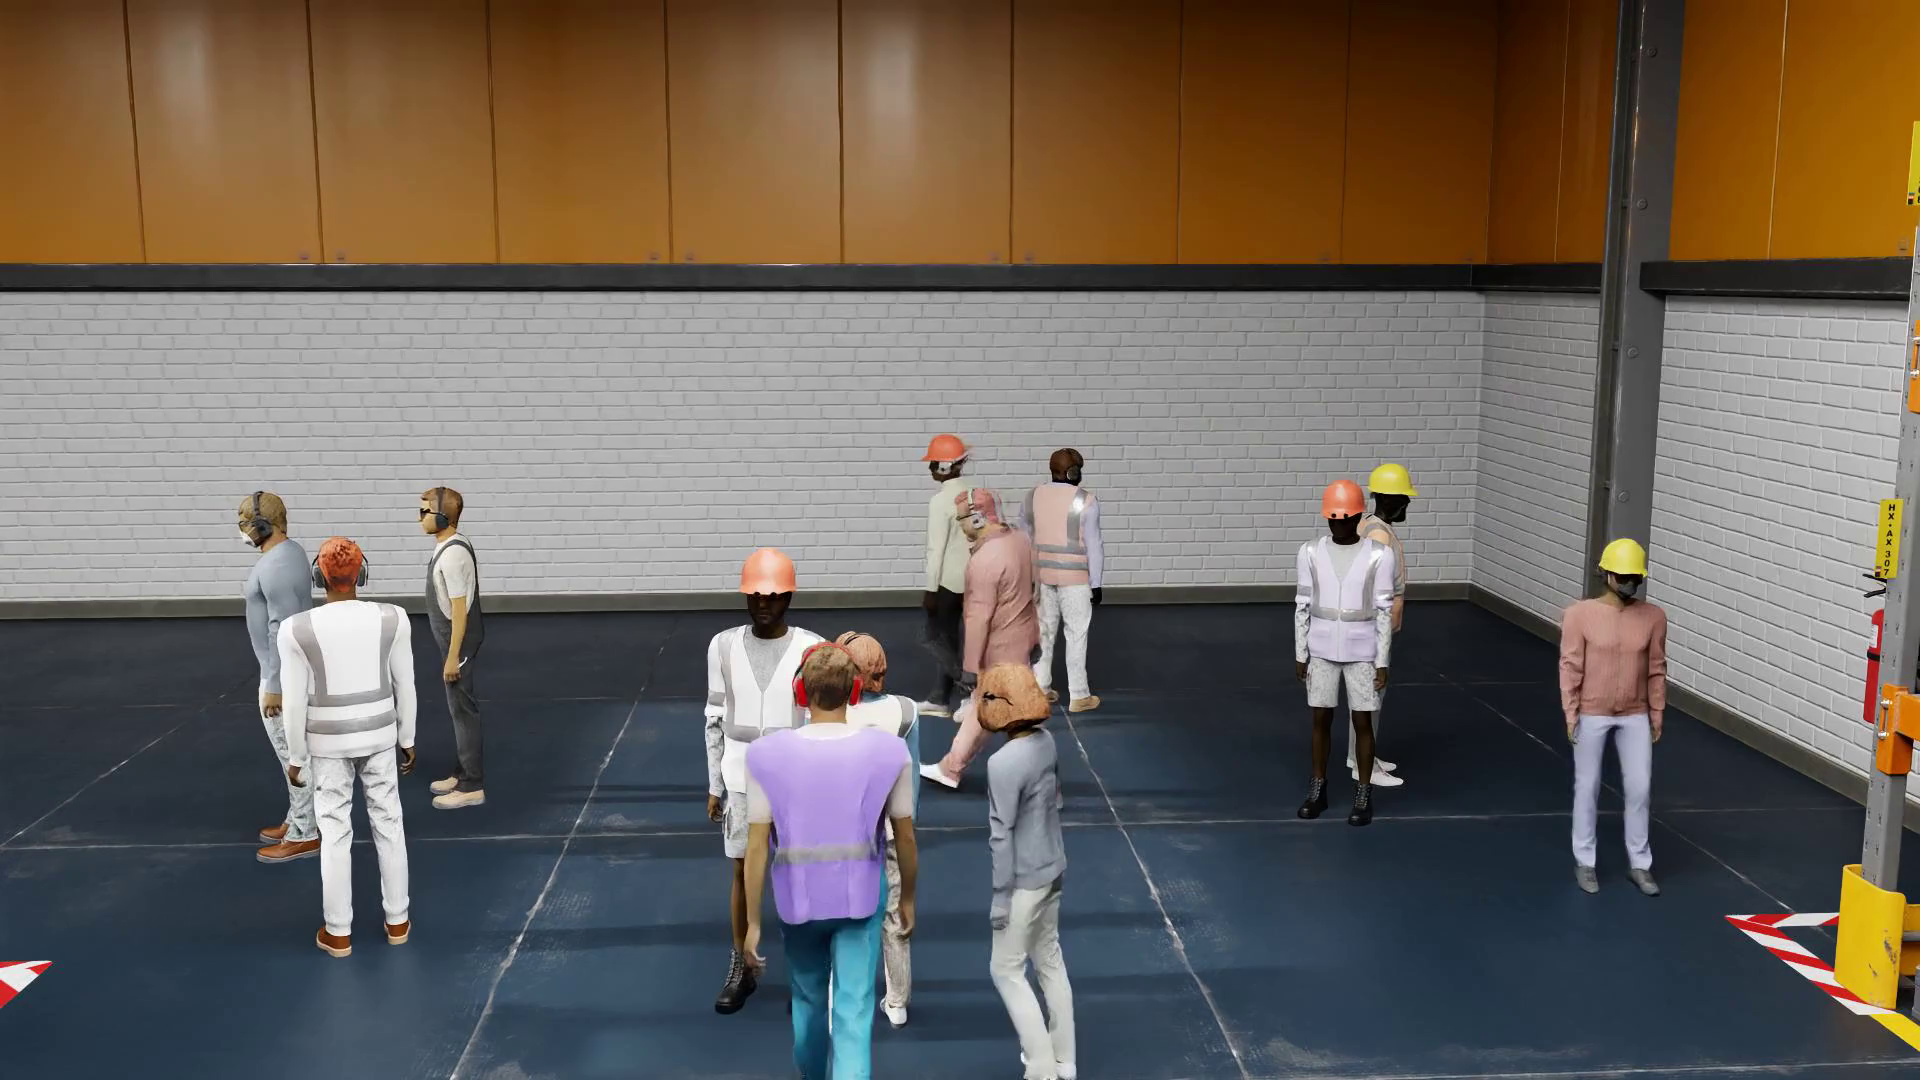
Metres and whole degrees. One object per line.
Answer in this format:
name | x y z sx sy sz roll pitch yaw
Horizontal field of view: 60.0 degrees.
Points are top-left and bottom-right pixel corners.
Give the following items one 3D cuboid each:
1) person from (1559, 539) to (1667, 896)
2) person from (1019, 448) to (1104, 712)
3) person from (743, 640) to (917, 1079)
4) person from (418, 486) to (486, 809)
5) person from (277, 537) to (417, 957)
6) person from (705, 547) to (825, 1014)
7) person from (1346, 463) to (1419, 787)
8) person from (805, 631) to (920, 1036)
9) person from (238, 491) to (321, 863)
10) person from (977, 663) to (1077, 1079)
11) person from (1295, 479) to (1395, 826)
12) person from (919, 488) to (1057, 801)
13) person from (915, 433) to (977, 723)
person | 3.206 0.866 8.172 0.543 1.765 0.362 0 9 2
person | 0.730 0.275 11.620 0.635 1.840 0.429 6 11 32
person | -0.443 1.231 5.741 0.590 1.792 0.990 -1 9 -5
person | -2.899 0.609 9.503 0.351 1.847 0.507 -2 9 -15
person | -2.721 0.919 7.442 0.574 1.882 0.356 -5 11 -31
person | -0.780 0.987 6.830 0.543 1.942 0.354 1 9 5
person | 2.520 0.496 9.955 0.376 1.925 0.594 1 9 9
person | -0.385 1.173 6.607 0.523 1.640 0.306 -6 11 -31
person | -3.527 0.702 8.650 0.371 1.934 0.627 -3 9 -16
person | 0.254 1.260 6.168 0.393 1.609 0.521 4 10 24
person | 2.106 0.618 9.193 0.540 1.929 0.382 4 10 23
person | 0.132 0.621 9.447 0.983 1.840 0.714 3 9 17
person | -0.069 0.265 11.228 0.650 1.980 0.639 5 10 28
